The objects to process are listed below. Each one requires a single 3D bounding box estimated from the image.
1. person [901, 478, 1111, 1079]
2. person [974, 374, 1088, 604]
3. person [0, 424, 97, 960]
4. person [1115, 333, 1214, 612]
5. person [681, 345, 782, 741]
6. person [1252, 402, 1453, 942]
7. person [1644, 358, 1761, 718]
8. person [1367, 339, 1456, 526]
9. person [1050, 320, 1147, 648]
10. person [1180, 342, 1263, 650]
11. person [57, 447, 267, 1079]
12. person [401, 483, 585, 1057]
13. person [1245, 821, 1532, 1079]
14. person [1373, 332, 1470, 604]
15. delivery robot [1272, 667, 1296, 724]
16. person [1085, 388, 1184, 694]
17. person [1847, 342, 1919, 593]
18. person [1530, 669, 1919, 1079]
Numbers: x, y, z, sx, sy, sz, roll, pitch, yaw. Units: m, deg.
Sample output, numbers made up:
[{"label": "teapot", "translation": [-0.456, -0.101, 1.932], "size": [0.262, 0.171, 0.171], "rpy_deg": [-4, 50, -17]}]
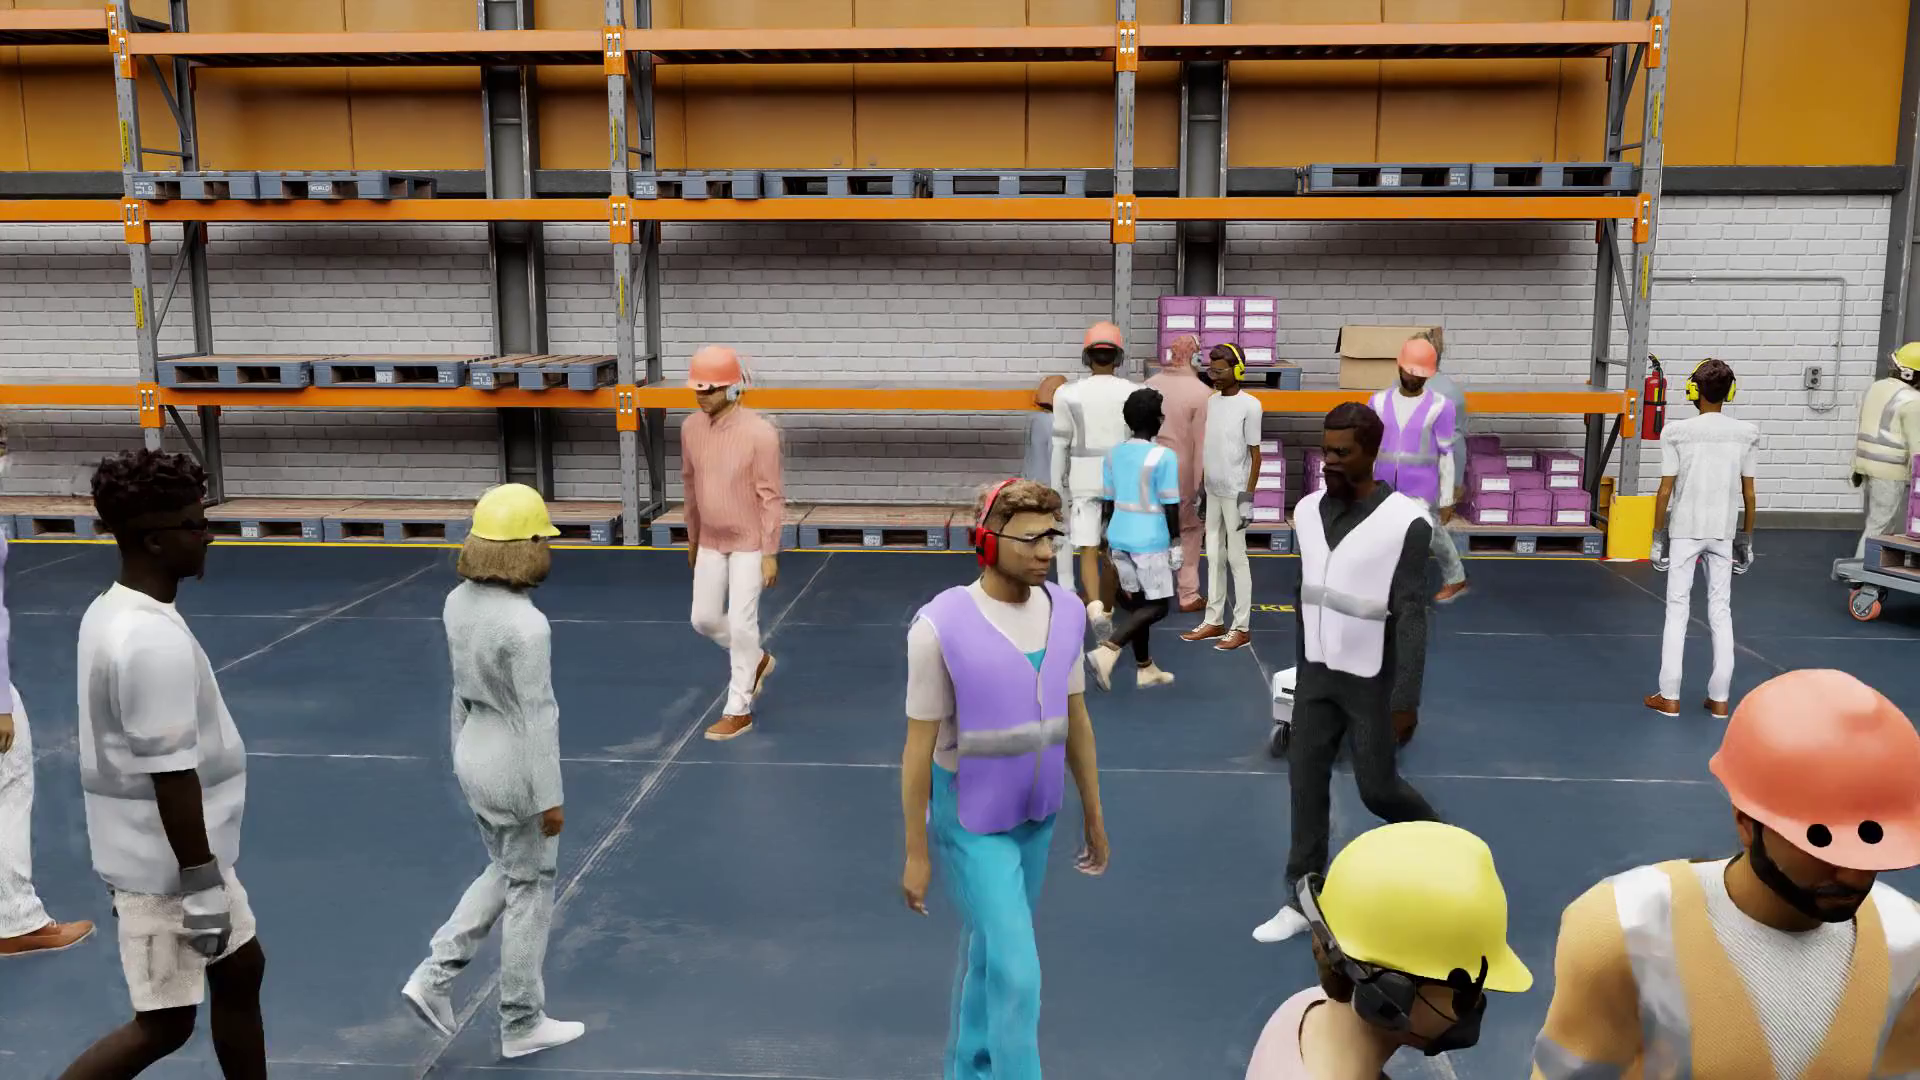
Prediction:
[{"label": "person", "translation": [0.198, 0.758, 4.217], "size": [0.730, 1.822, 0.599], "rpy_deg": [9, 13, 43]}, {"label": "person", "translation": [0.503, -0.325, 11.255], "size": [0.812, 1.601, 0.506], "rpy_deg": [-4, 10, -20]}, {"label": "person", "translation": [-3.423, 0.478, 5.676], "size": [0.688, 1.915, 0.486], "rpy_deg": [7, 12, 36]}, {"label": "person", "translation": [1.356, -0.422, 10.991], "size": [0.733, 1.880, 0.666], "rpy_deg": [-8, 13, -39]}, {"label": "person", "translation": [-1.120, 0.006, 8.254], "size": [0.623, 1.963, 0.643], "rpy_deg": [6, 11, 30]}, {"label": "person", "translation": [1.428, 0.453, 5.838], "size": [0.817, 1.894, 0.599], "rpy_deg": [-7, 12, -34]}, {"label": "person", "translation": [3.839, -0.002, 8.602], "size": [0.509, 1.856, 0.318], "rpy_deg": [1, 10, 5]}, {"label": "person", "translation": [2.672, -0.293, 10.227], "size": [0.639, 1.872, 0.958], "rpy_deg": [7, 12, 37]}, {"label": "person", "translation": [0.857, -0.310, 10.004], "size": [0.614, 2.006, 0.948], "rpy_deg": [0, 10, -2]}, {"label": "person", "translation": [1.607, -0.266, 10.118], "size": [0.329, 1.865, 0.508], "rpy_deg": [-6, 11, -30]}, {"label": "person", "translation": [-1.979, 0.741, 4.005], "size": [0.885, 1.941, 0.611], "rpy_deg": [-5, 11, -28]}, {"label": "person", "translation": [-1.365, 0.696, 4.878], "size": [0.501, 1.728, 0.457], "rpy_deg": [9, 14, 44]}, {"label": "person", "translation": [0.440, 1.171, 2.172], "size": [0.876, 1.692, 0.544], "rpy_deg": [3, 10, 14]}, {"label": "person", "translation": [3.113, -0.453, 11.179], "size": [1.041, 1.890, 0.643], "rpy_deg": [-4, 11, -23]}, {"label": "delivery robot", "translation": [1.816, 0.702, 8.000], "size": [0.477, 0.478, 0.707], "rpy_deg": [9, 13, 43]}, {"label": "person", "translation": [0.927, 0.019, 8.962], "size": [0.641, 1.681, 0.545], "rpy_deg": [-6, 11, -32]}, {"label": "person", "translation": [6.569, -0.490, 11.674], "size": [0.616, 1.790, 0.615], "rpy_deg": [0, 10, 0]}, {"label": "person", "translation": [1.099, 1.047, 2.447], "size": [0.559, 1.866, 0.994], "rpy_deg": [-1, 10, -6]}]
